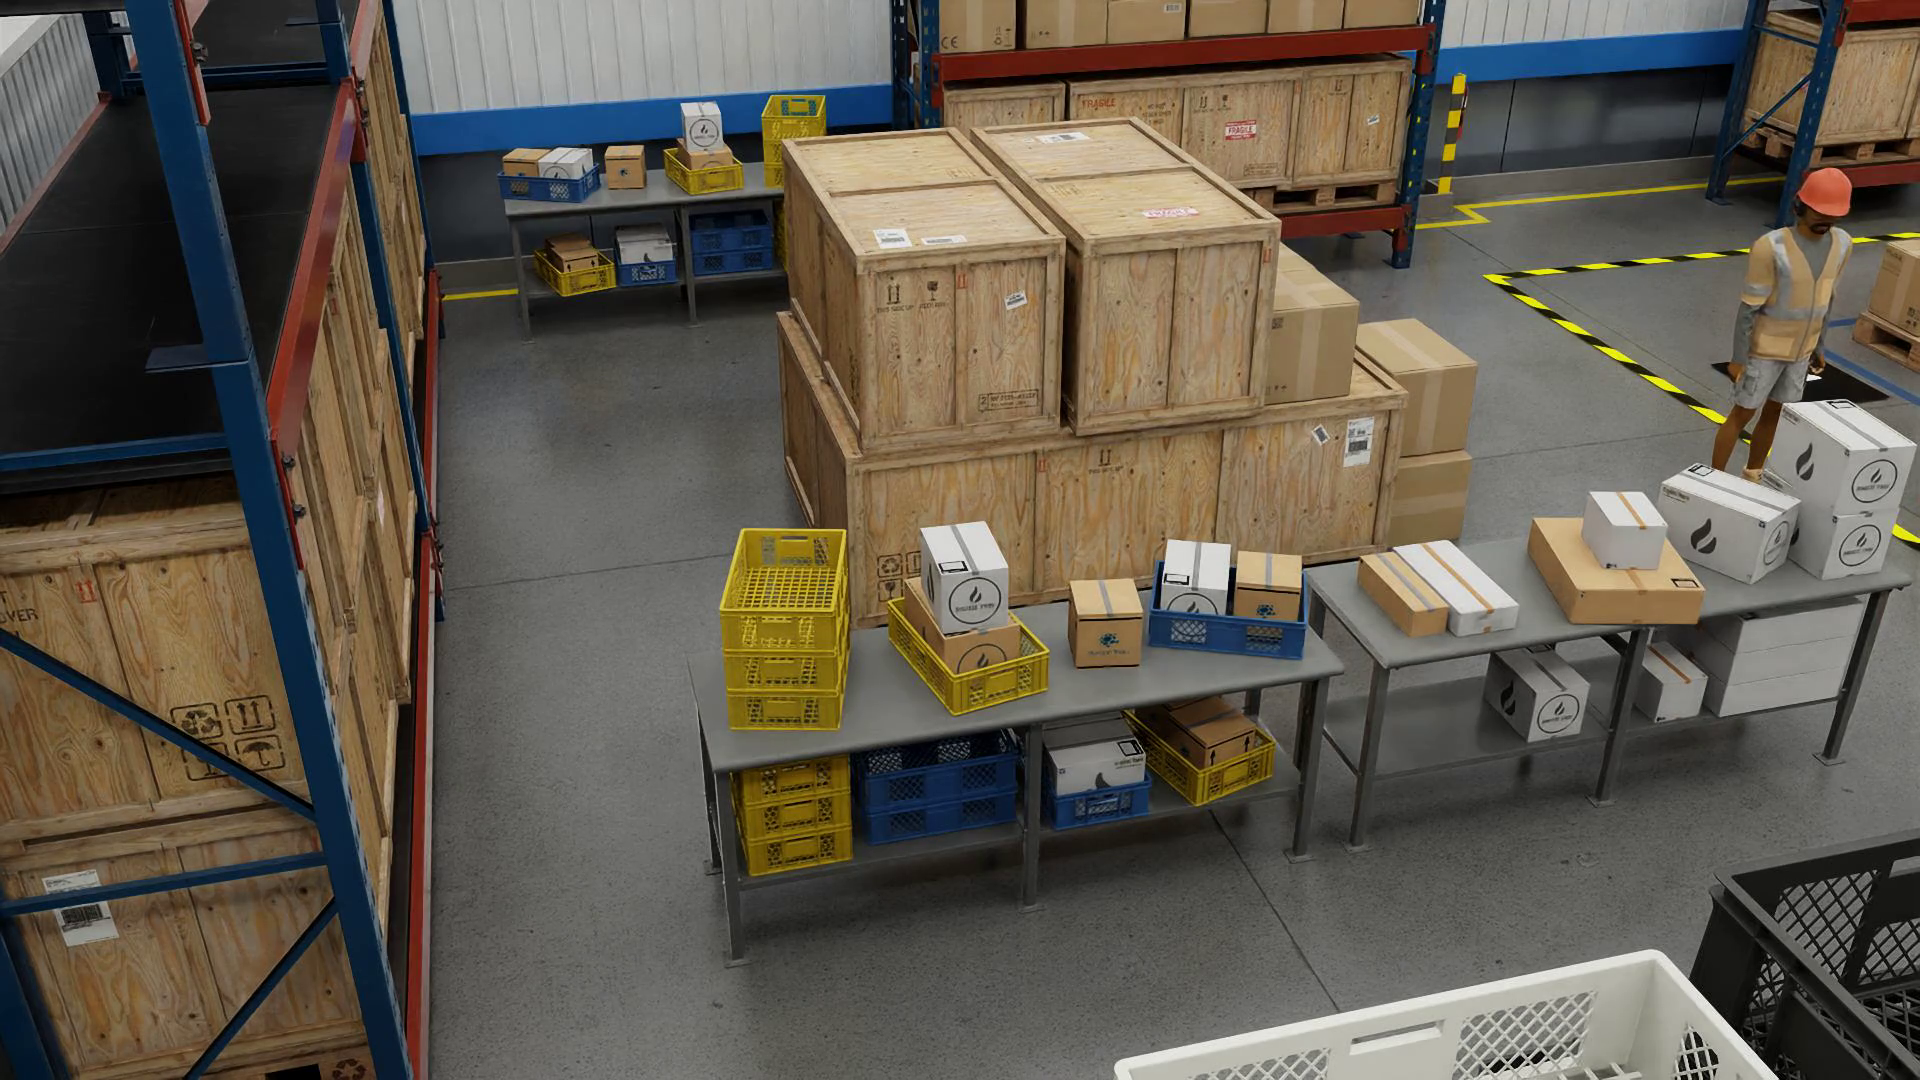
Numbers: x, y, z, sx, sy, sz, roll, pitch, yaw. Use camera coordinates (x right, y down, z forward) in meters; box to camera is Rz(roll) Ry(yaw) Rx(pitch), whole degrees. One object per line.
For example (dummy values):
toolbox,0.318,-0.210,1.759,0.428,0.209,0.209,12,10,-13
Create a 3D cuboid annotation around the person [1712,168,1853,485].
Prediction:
person,4.564,-1.064,9.212,0.613,2.039,0.385,-8,30,-14
